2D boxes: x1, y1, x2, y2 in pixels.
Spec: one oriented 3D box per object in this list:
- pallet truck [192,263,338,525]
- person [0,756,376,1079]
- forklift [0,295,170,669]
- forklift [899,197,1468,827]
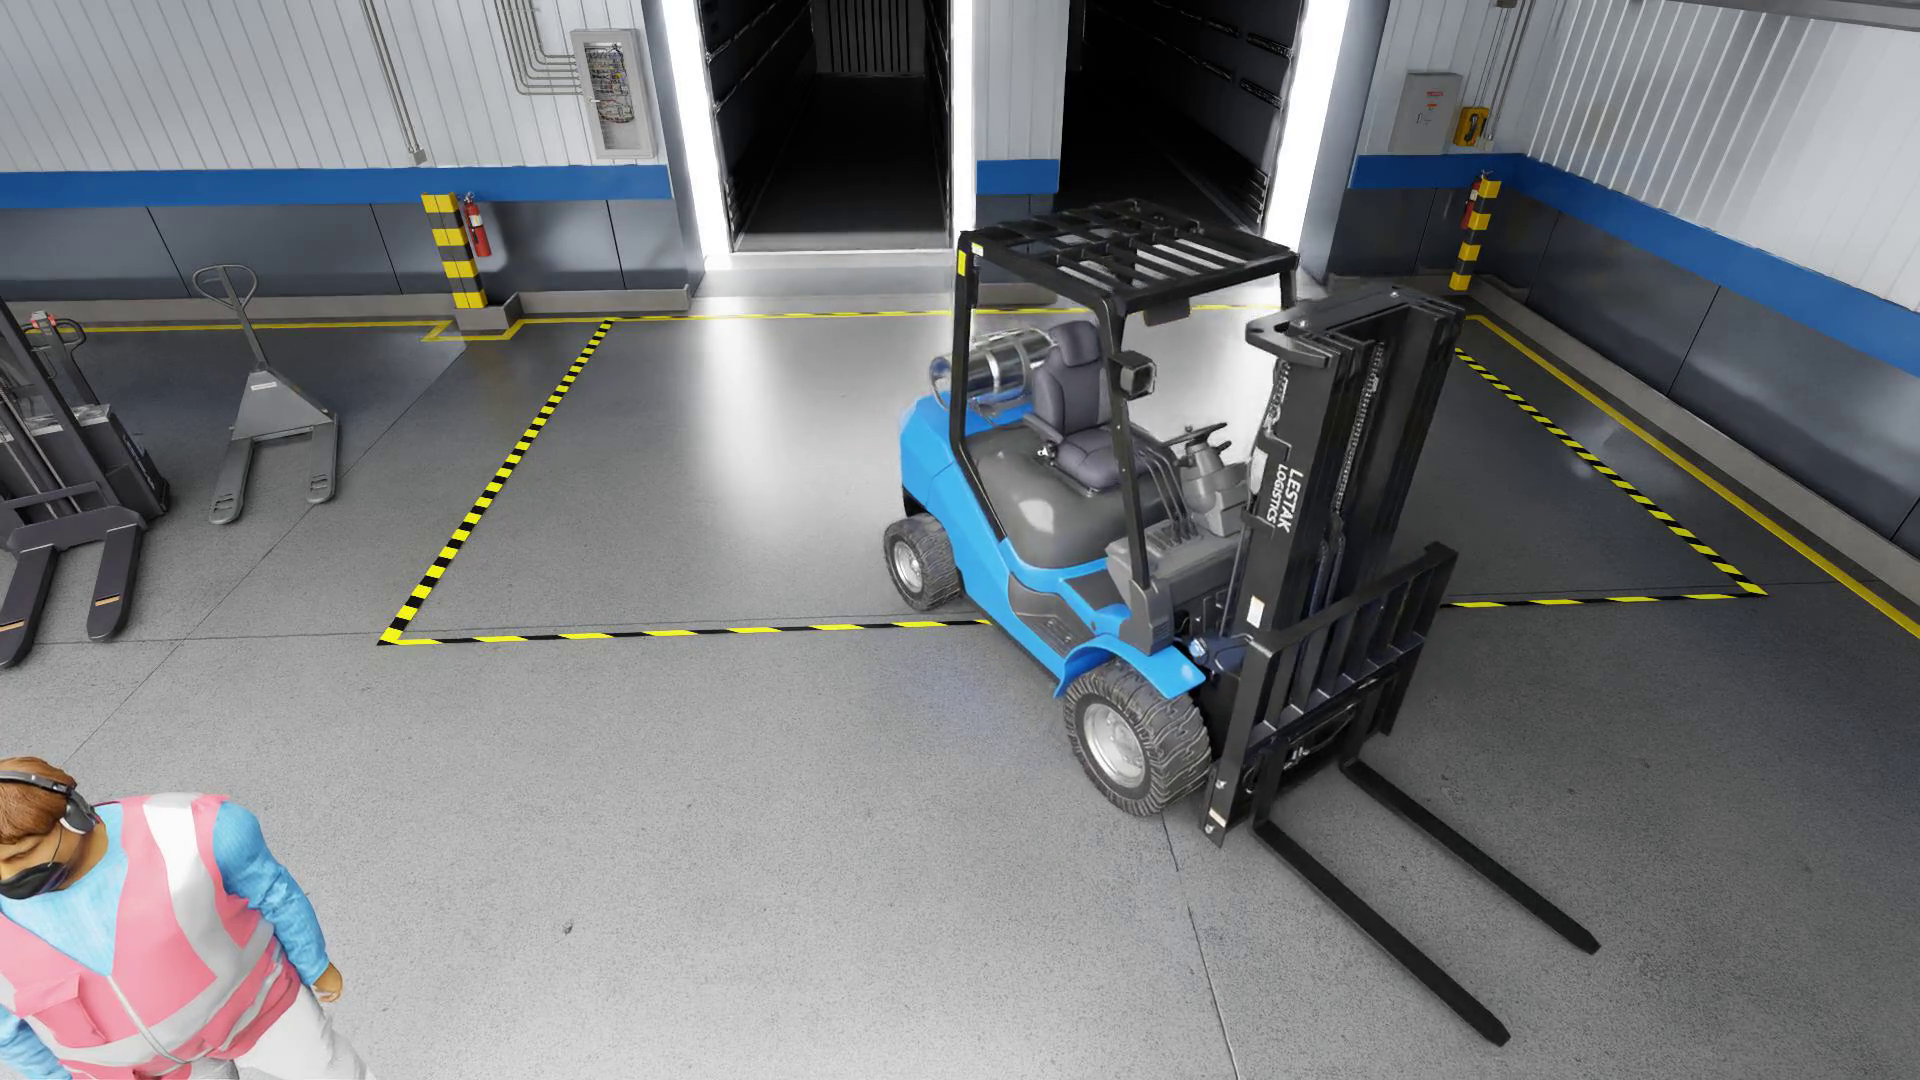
[{"bbox_3d":[-4.778,-1.027,6.128,0.680,1.201,1.601,-17,38,-23],"label":"pallet truck"},{"bbox_3d":[-1.959,1.234,2.353,0.632,1.840,0.429,-22,40,-28],"label":"person"},{"bbox_3d":[-5.212,-0.618,4.878,0.823,1.965,1.885,-20,39,-26],"label":"forklift"},{"bbox_3d":[0.740,-0.391,4.242,1.157,2.036,2.680,-21,40,-27],"label":"forklift"}]
